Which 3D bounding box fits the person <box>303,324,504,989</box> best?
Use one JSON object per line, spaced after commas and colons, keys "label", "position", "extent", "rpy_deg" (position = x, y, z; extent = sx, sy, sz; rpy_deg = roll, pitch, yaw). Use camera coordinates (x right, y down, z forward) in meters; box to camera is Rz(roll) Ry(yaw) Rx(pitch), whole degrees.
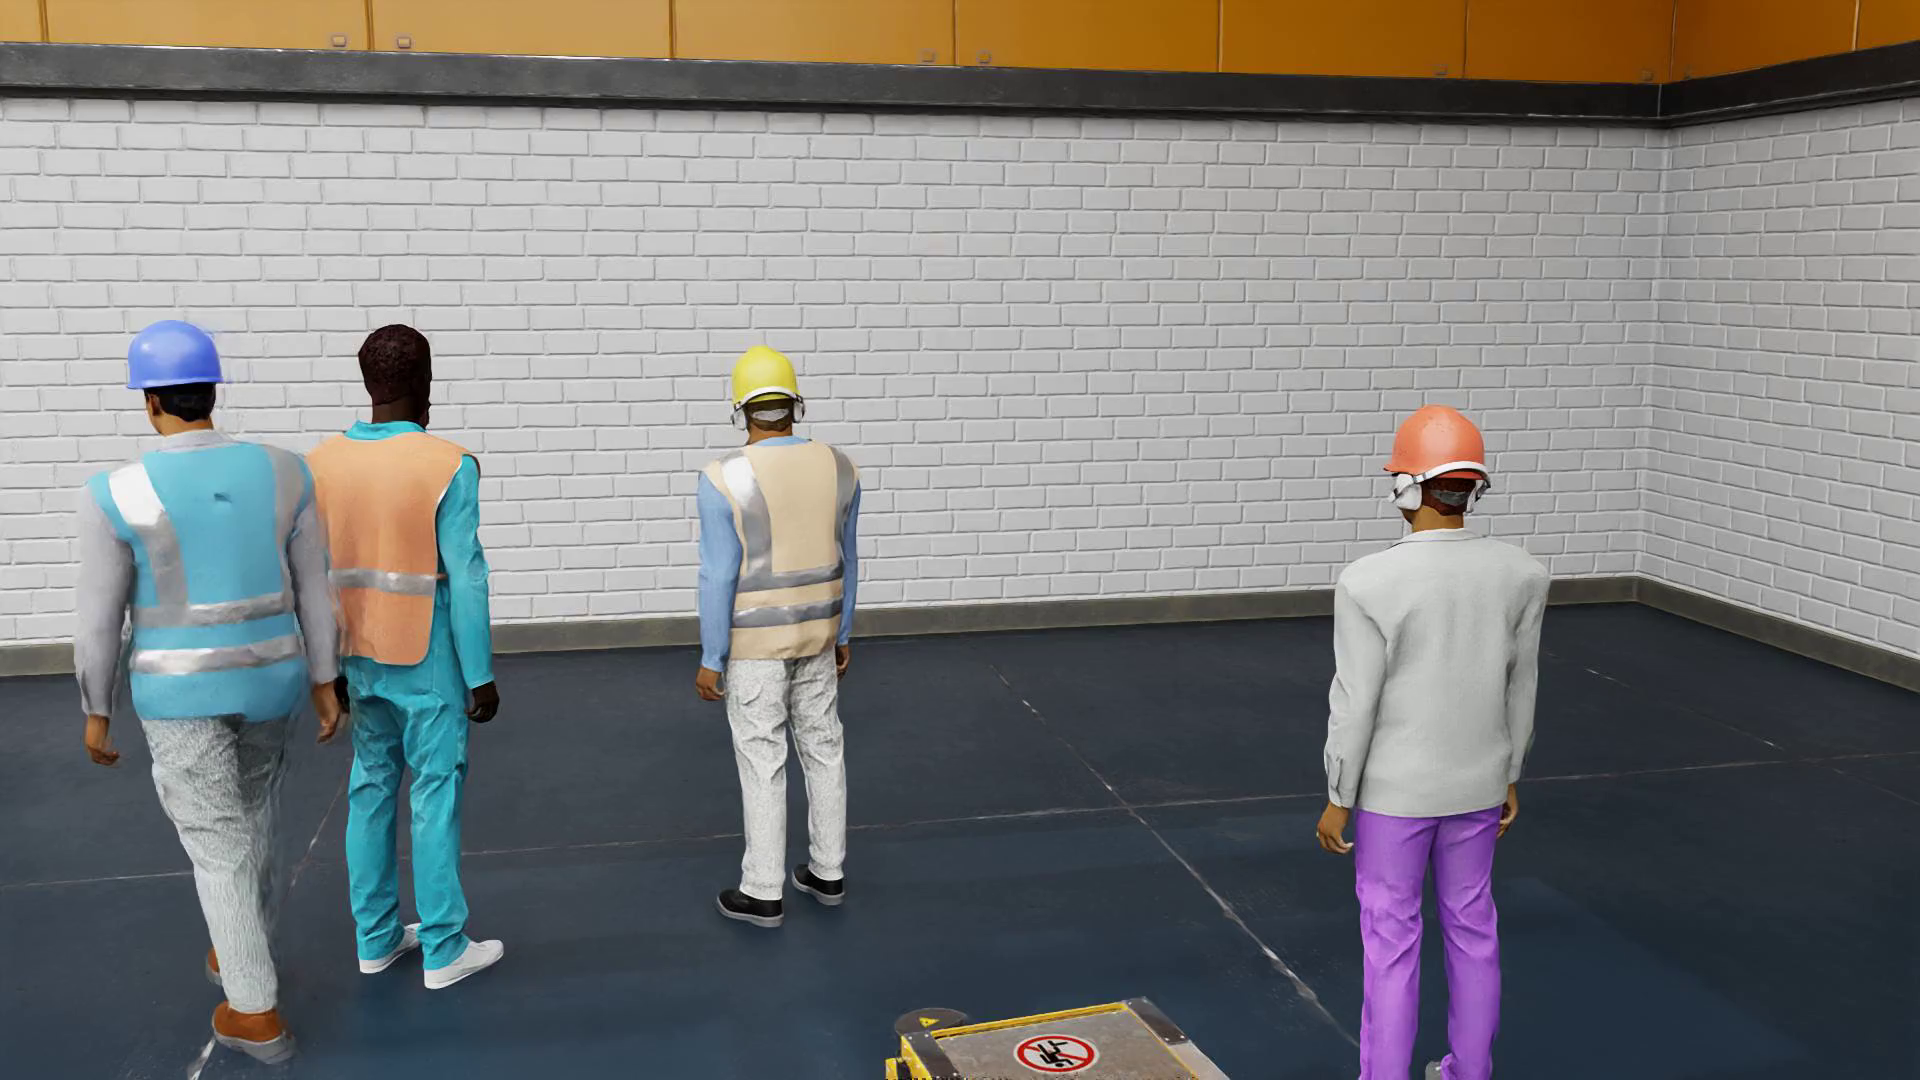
{"label": "person", "position": [-1.611, 0.342, 4.799], "extent": [0.587, 1.911, 0.398], "rpy_deg": [4, 10, 21]}

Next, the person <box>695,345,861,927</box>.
{"label": "person", "position": [-0.588, 0.304, 5.265], "extent": [0.591, 1.829, 0.404], "rpy_deg": [-8, 12, -40]}

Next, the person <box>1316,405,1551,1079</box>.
{"label": "person", "position": [1.101, 0.557, 3.956], "extent": [0.568, 1.751, 0.329], "rpy_deg": [-3, 10, -20]}

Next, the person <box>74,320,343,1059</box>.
{"label": "person", "position": [-2.047, 0.383, 4.457], "extent": [0.786, 1.923, 0.622], "rpy_deg": [8, 12, 41]}

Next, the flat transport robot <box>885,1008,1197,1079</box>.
{"label": "flat transport robot", "position": [0.352, 1.357, 3.589], "extent": [0.652, 0.197, 1.431], "rpy_deg": [-3, 10, -19]}
